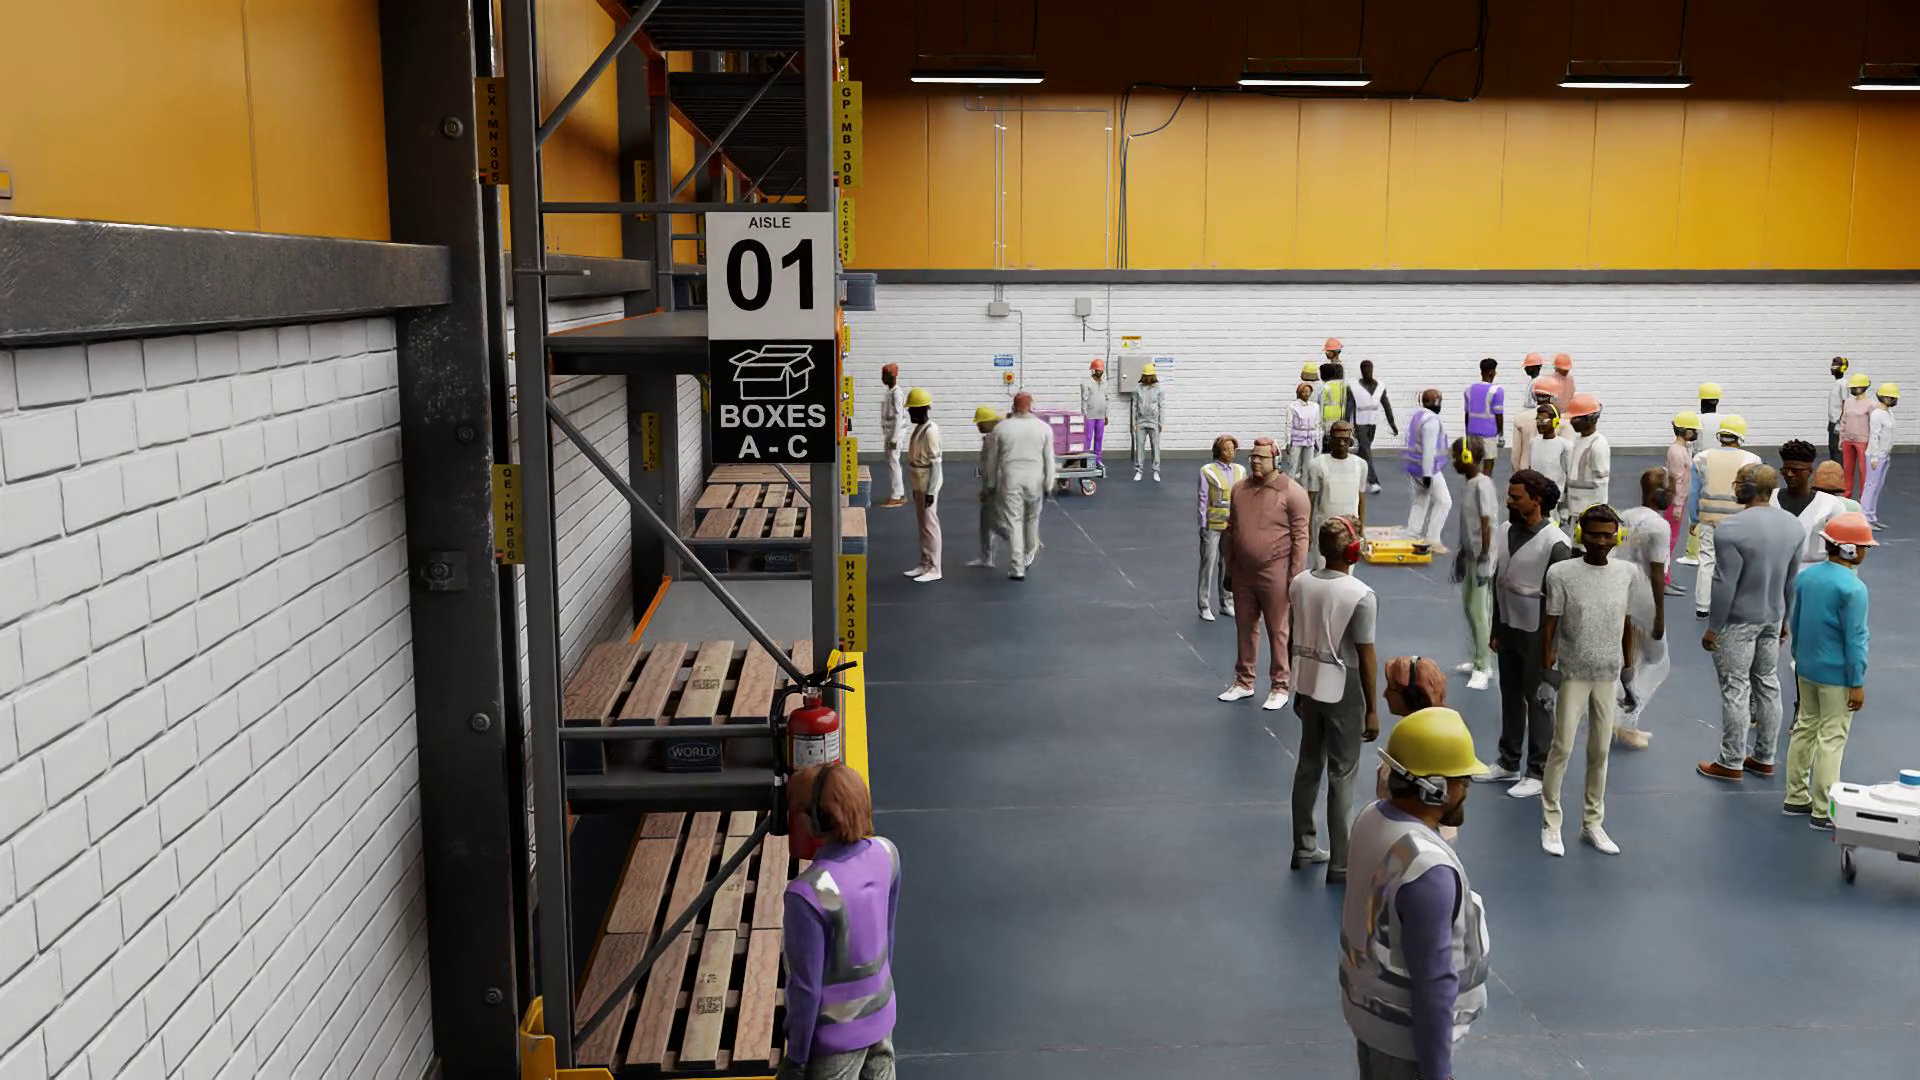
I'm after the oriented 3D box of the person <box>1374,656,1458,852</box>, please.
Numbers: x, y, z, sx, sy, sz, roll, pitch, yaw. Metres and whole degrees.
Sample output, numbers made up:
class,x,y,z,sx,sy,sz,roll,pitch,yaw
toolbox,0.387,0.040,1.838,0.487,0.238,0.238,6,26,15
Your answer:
class,x,y,z,sx,sy,sz,roll,pitch,yaw
person,1.692,1.236,6.215,0.311,1.638,0.521,3,9,17

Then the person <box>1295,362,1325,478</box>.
class,x,y,z,sx,sy,sz,roll,pitch,yaw
person,5.213,-1.788,24.868,0.487,1.746,0.285,-4,10,-25

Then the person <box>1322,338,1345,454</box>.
class,x,y,z,sx,sy,sz,roll,pitch,yaw
person,5.913,-2.188,26.442,0.369,2.045,0.608,0,9,3

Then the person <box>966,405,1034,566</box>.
class,x,y,z,sx,sy,sz,roll,pitch,yaw
person,0.422,-0.538,17.136,0.658,1.711,0.506,1,9,4

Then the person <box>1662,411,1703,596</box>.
class,x,y,z,sx,sy,sz,roll,pitch,yaw
person,6.828,-0.350,15.802,0.344,1.756,0.518,4,10,23

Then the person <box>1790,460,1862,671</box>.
class,x,y,z,sx,sy,sz,roll,pitch,yaw
person,6.566,0.208,12.672,0.507,1.634,0.268,7,11,36

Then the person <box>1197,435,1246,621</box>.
class,x,y,z,sx,sy,sz,roll,pitch,yaw
person,2.308,-0.113,14.674,0.514,1.642,0.310,-5,10,-28

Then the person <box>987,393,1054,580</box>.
class,x,y,z,sx,sy,sz,roll,pitch,yaw
person,0.607,-0.561,16.834,0.667,1.839,1.006,0,9,-1

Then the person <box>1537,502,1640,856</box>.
class,x,y,z,sx,sy,sz,roll,pitch,yaw
person,3.293,0.730,8.698,0.537,1.861,0.312,-1,9,-4

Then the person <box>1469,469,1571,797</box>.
class,x,y,z,sx,sy,sz,roll,pitch,yaw
person,3.322,0.536,9.732,0.398,1.920,0.590,-3,10,-18

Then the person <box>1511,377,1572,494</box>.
class,x,y,z,sx,sy,sz,roll,pitch,yaw
person,6.000,-0.685,17.162,0.608,1.995,0.377,6,11,33

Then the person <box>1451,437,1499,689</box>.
class,x,y,z,sx,sy,sz,roll,pitch,yaw
person,3.821,0.163,12.351,0.360,1.839,0.651,1,9,5

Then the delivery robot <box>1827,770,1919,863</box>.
class,x,y,z,sx,sy,sz,roll,pitch,yaw
delivery robot,4.740,1.394,8.321,0.707,0.478,0.477,6,11,33

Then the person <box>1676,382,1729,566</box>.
class,x,y,z,sx,sy,sz,roll,pitch,yaw
person,7.782,-0.683,17.352,0.588,1.930,0.359,-1,9,-6

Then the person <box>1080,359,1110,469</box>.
class,x,y,z,sx,sy,sz,roll,pitch,yaw
person,2.124,-1.957,25.944,0.557,1.743,0.347,-6,11,-35

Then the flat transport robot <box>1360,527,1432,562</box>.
class,x,y,z,sx,sy,sz,roll,pitch,yaw
flat transport robot,4.612,0.029,18.071,0.652,0.197,1.431,0,9,0

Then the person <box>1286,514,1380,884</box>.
class,x,y,z,sx,sy,sz,roll,pitch,yaw
person,1.861,0.793,8.331,0.381,1.849,0.570,-6,11,-32

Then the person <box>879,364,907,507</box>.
class,x,y,z,sx,sy,sz,roll,pitch,yaw
person,-0.871,-1.367,21.846,0.380,1.880,0.608,-2,9,-13

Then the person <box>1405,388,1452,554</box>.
class,x,y,z,sx,sy,sz,roll,pitch,yaw
person,5.144,-0.735,18.065,0.595,1.807,0.658,0,9,1

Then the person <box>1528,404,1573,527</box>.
class,x,y,z,sx,sy,sz,roll,pitch,yaw
person,5.361,-0.319,15.256,0.313,1.869,0.538,-5,10,-30

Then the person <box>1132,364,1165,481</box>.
class,x,y,z,sx,sy,sz,roll,pitch,yaw
person,2.772,-1.726,24.516,0.485,1.738,0.345,2,9,13

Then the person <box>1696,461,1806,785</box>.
class,x,y,z,sx,sy,sz,roll,pitch,yaw
person,4.716,0.492,9.945,0.637,1.937,0.355,-3,10,-20

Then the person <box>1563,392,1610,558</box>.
class,x,y,z,sx,sy,sz,roll,pitch,yaw
person,5.345,-0.250,14.300,0.407,2.037,0.609,0,9,3

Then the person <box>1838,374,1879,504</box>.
class,x,y,z,sx,sy,sz,roll,pitch,yaw
person,11.647,-1.279,21.610,0.327,1.765,0.528,-3,10,-19

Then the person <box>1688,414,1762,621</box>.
class,x,y,z,sx,sy,sz,roll,pitch,yaw
person,6.677,-0.182,14.509,0.600,1.829,0.404,6,11,35

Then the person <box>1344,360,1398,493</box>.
class,x,y,z,sx,sy,sz,roll,pitch,yaw
person,5.739,-1.602,23.380,0.707,1.849,0.987,-4,10,-22

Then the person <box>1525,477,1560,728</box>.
class,x,y,z,sx,sy,sz,roll,pitch,yaw
person,3.887,0.413,11.199,0.315,1.696,0.541,3,9,17

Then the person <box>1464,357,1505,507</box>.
class,x,y,z,sx,sy,sz,roll,pitch,yaw
person,6.870,-1.408,21.813,0.370,1.963,0.608,-6,11,-32

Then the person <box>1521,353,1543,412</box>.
class,x,y,z,sx,sy,sz,roll,pitch,yaw
person,8.146,-1.695,23.692,0.377,1.932,0.552,2,9,12

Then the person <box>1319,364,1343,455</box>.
class,x,y,z,sx,sy,sz,roll,pitch,yaw
person,5.646,-1.903,25.828,0.545,1.656,0.797,-9,13,-44

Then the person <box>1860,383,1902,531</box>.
class,x,y,z,sx,sy,sz,roll,pitch,yaw
person,10.974,-0.991,19.798,0.325,1.767,0.533,9,13,44

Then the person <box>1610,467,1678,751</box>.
class,x,y,z,sx,sy,sz,roll,pitch,yaw
person,4.337,0.446,10.660,0.476,1.819,0.544,-1,9,-8

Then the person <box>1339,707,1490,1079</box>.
class,x,y,z,sx,sy,sz,roll,pitch,yaw
person,1.299,1.374,4.788,0.404,1.824,0.593,0,9,0

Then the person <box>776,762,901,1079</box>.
class,x,y,z,sx,sy,sz,roll,pitch,yaw
person,-0.349,1.448,4.891,0.309,1.638,0.511,5,10,29

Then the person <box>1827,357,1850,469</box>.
class,x,y,z,sx,sy,sz,roll,pitch,yaw
person,12.562,-1.692,23.888,0.329,1.869,0.551,2,9,15

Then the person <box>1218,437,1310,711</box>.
class,x,y,z,sx,sy,sz,roll,pitch,yaw
person,2.112,0.230,11.674,0.654,1.911,0.406,9,13,43

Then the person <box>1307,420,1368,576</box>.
class,x,y,z,sx,sy,sz,roll,pitch,yaw
person,3.119,-0.075,13.800,0.515,1.843,0.327,-1,9,-5

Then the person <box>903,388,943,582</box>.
class,x,y,z,sx,sy,sz,roll,pitch,yaw
person,-0.365,-0.544,16.500,0.384,1.923,0.590,-3,9,-15

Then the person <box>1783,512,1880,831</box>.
class,x,y,z,sx,sy,sz,roll,pitch,yaw
person,4.811,0.711,9.149,0.342,1.749,0.572,-1,9,-4

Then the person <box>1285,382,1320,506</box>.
class,x,y,z,sx,sy,sz,roll,pitch,yaw
person,4.492,-1.253,21.841,0.523,1.638,0.310,-4,10,-22

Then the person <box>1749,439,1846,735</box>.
class,x,y,z,sx,sy,sz,roll,pitch,yaw
person,5.492,0.307,11.016,0.613,1.964,0.361,7,12,39
